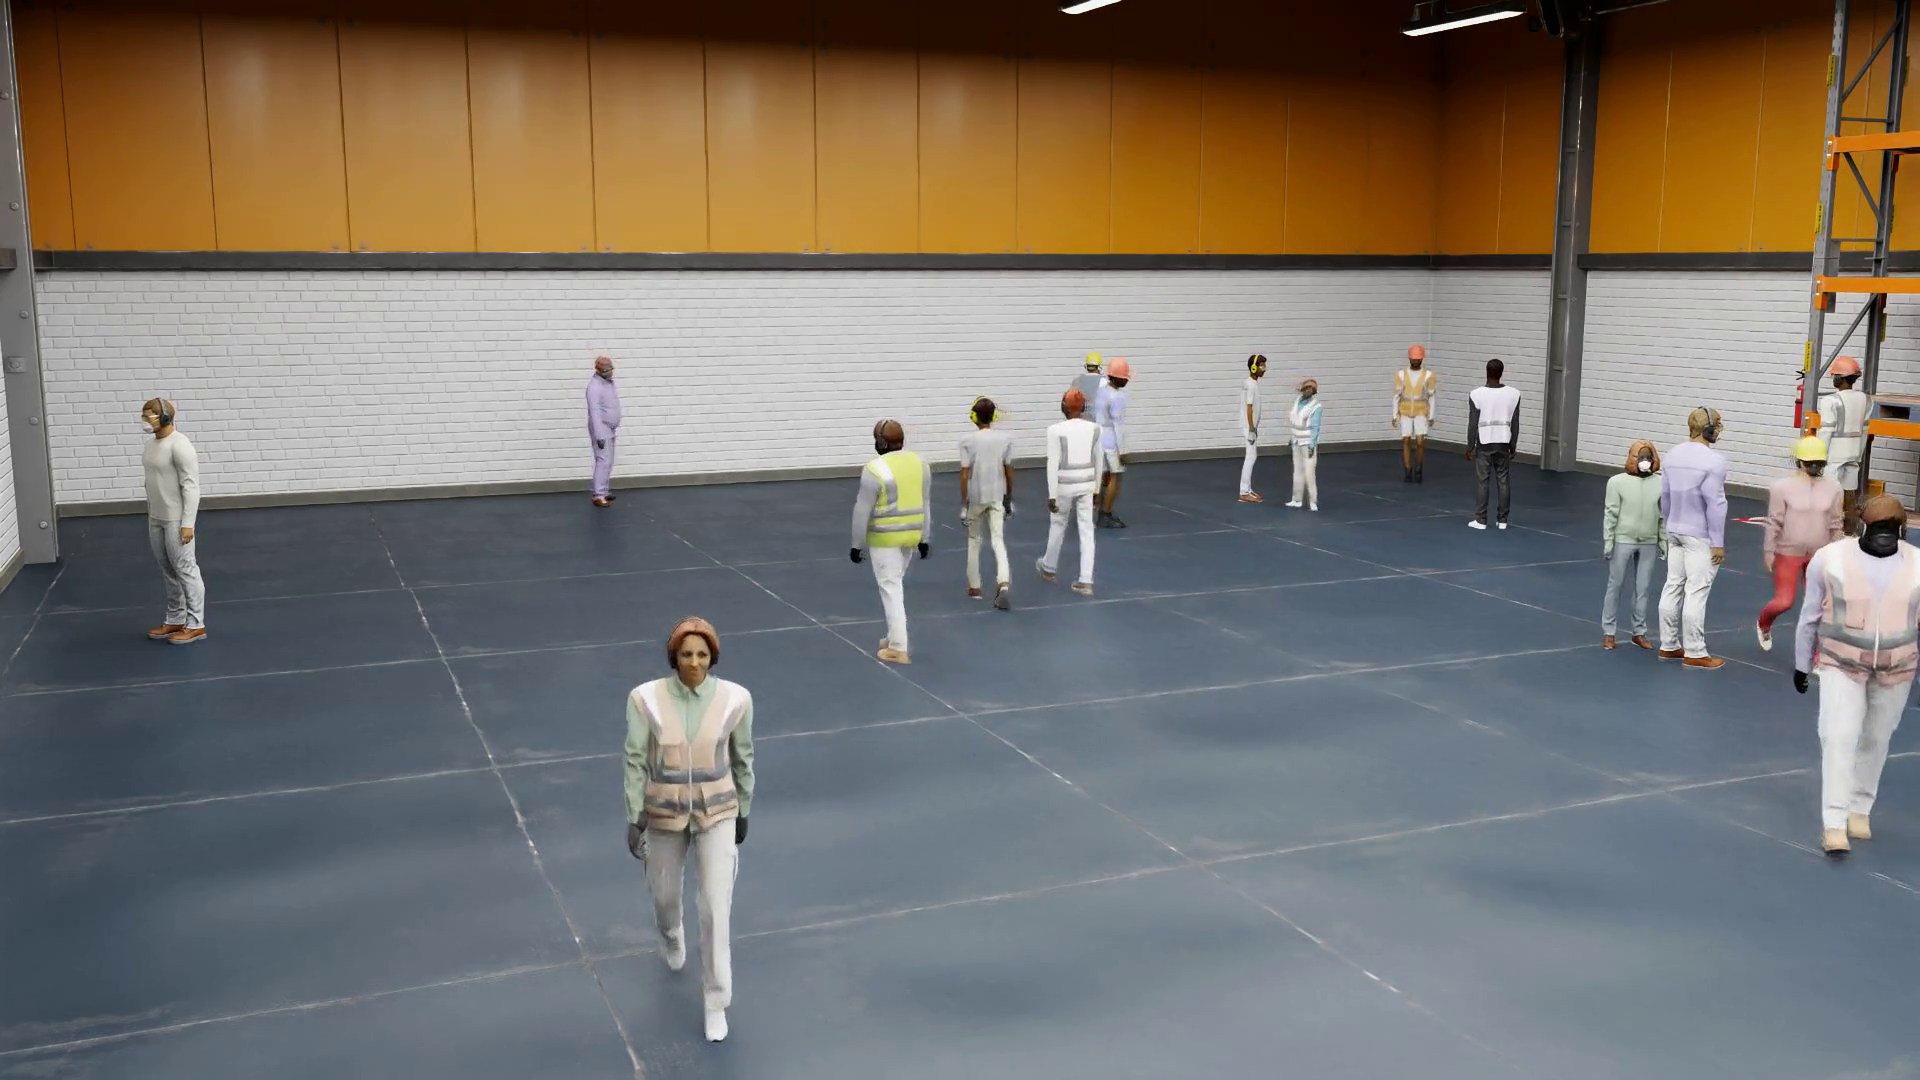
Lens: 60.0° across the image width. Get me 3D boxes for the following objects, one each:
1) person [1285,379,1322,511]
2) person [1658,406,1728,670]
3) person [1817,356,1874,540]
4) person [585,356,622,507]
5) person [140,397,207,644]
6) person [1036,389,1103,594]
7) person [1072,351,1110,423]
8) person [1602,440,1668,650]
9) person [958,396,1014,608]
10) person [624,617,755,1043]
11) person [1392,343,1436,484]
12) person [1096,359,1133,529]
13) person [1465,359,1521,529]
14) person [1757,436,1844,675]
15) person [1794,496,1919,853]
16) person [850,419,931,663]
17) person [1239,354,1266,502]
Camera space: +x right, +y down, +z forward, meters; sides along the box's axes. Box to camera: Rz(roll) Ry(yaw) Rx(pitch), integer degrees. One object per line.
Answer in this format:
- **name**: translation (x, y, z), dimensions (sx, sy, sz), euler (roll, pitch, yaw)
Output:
- **person**: translation (4.147, -1.164, 20.214), dimensions (0.328, 1.608, 0.639), euler (-5, 11, -28)
- **person**: translation (5.413, -0.018, 12.259), dimensions (0.373, 1.940, 0.628), euler (-2, 10, -13)
- **person**: translation (8.982, -0.854, 17.000), dimensions (0.607, 2.048, 0.367), euler (-3, 10, -20)
- **person**: translation (-4.385, -1.340, 20.514), dimensions (0.473, 1.865, 0.777), euler (1, 9, 7)
- **person**: translation (-6.207, -0.155, 13.088), dimensions (0.635, 1.937, 0.354), euler (7, 12, 38)
- **person**: translation (1.009, -0.465, 15.258), dimensions (0.601, 1.833, 0.974), euler (-3, 10, -19)
- **person**: translation (1.777, -1.583, 22.051), dimensions (0.590, 1.836, 0.404), euler (4, 10, 23)
- **person**: translation (5.219, 0.038, 12.842), dimensions (0.501, 1.633, 0.281), euler (0, 9, 2)
- **person**: translation (0.247, -0.340, 14.549), dimensions (0.524, 1.843, 0.910), euler (-2, 10, -12)
- **person**: translation (-1.068, 1.079, 6.602), dimensions (0.510, 1.612, 0.753), euler (-1, 9, -9)
- **person**: translation (6.162, -1.716, 22.621), dimensions (0.554, 1.909, 0.585), euler (3, 10, 19)
- **person**: translation (1.698, -1.078, 18.825), dimensions (0.432, 1.903, 0.579), euler (-3, 10, -20)
- **person**: translation (5.991, -1.073, 18.711), dimensions (0.587, 1.920, 0.391), euler (0, 9, -2)
- **person**: translation (6.170, 0.086, 12.246), dimensions (0.537, 1.747, 0.621), euler (1, 9, 4)
- **person**: translation (4.584, 0.687, 8.373), dimensions (0.644, 1.806, 0.848), euler (3, 10, 18)
- **person**: translation (-0.569, 0.000, 12.530), dimensions (0.649, 1.819, 0.639), euler (9, 13, 43)
- **person**: translation (3.681, -1.402, 20.908), dimensions (0.341, 1.856, 0.529), euler (2, 10, 10)
